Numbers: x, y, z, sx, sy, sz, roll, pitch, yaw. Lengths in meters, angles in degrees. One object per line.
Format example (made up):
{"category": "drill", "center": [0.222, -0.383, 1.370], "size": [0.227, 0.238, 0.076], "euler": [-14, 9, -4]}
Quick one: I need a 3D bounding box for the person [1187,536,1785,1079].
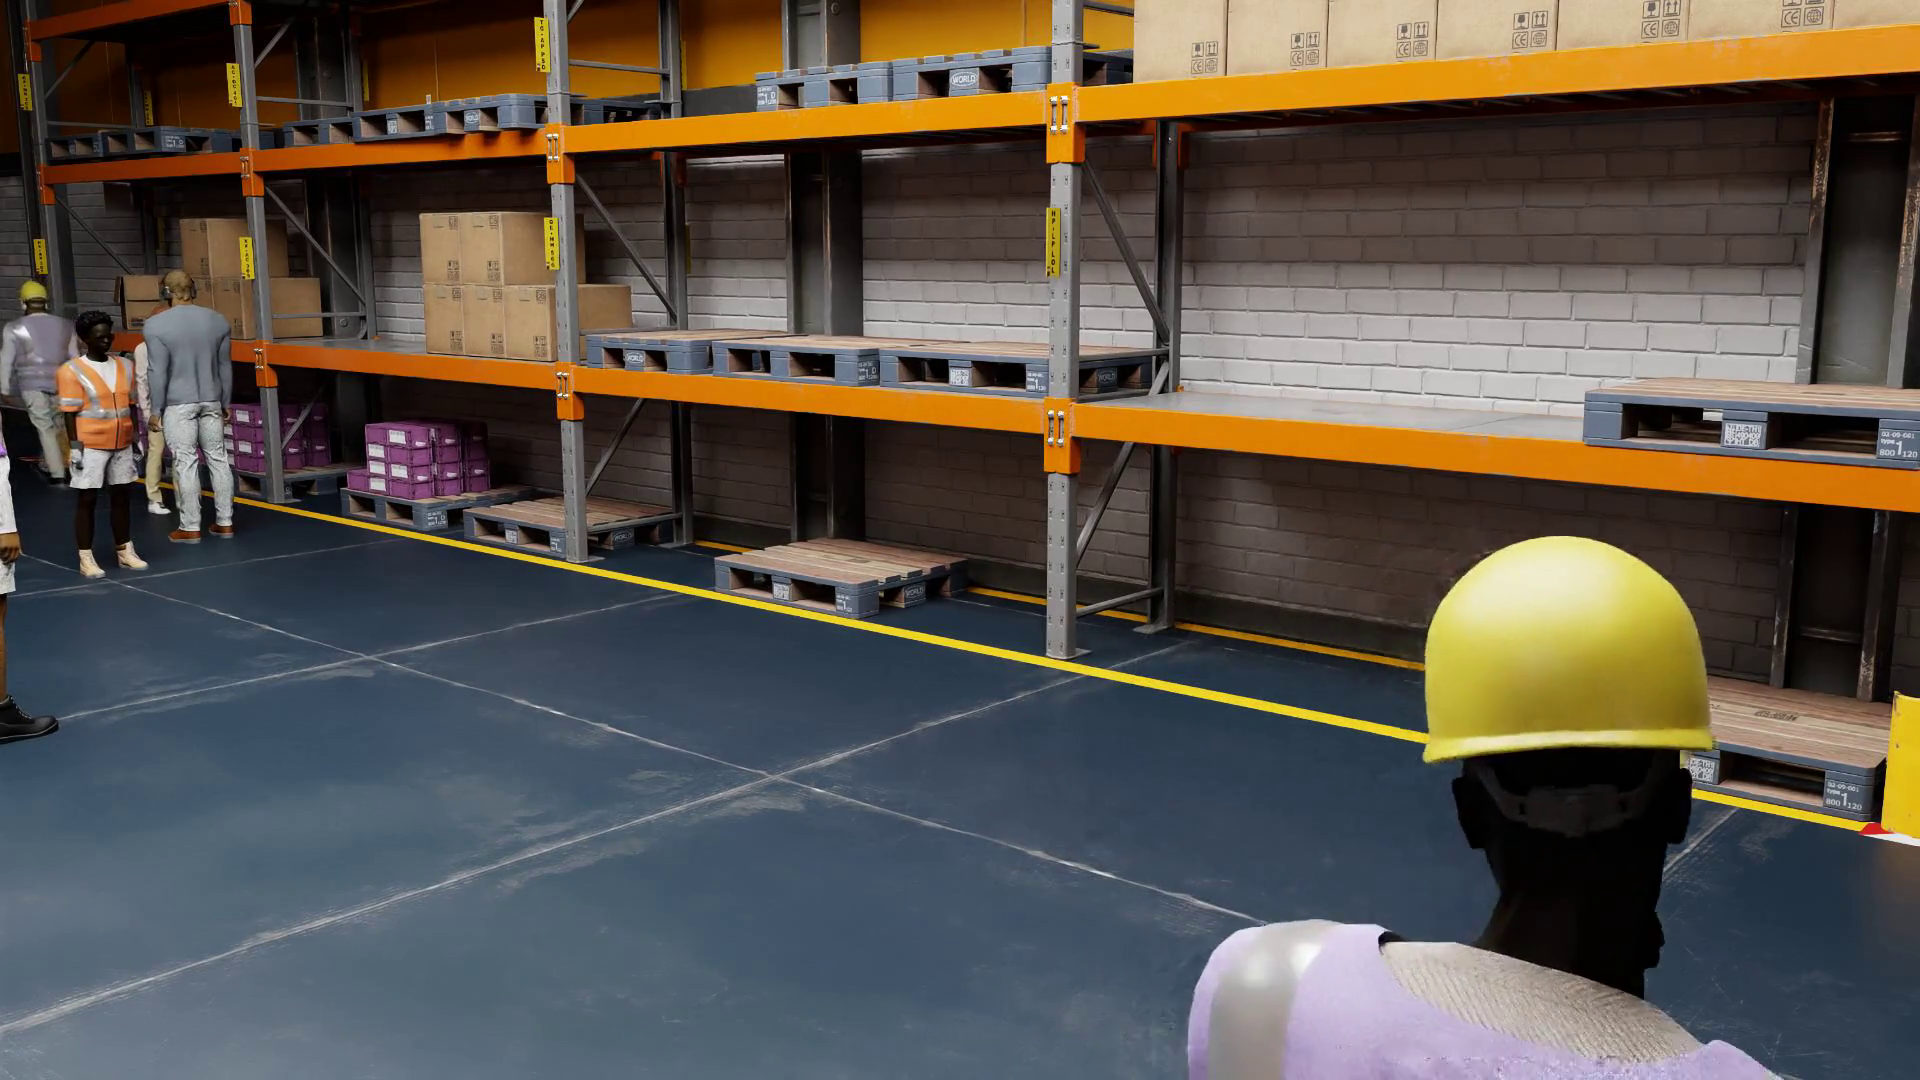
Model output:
{"category": "person", "center": [0.436, 0.924, 1.360], "size": [0.576, 1.859, 0.992], "euler": [7, 12, 35]}

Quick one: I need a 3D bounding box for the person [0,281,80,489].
{"category": "person", "center": [-8.045, -1.355, 14.516], "size": [0.915, 1.779, 0.621], "euler": [8, 13, 39]}

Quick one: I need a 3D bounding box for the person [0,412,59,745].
{"category": "person", "center": [-4.143, -0.100, 6.972], "size": [0.542, 1.930, 0.367], "euler": [4, 11, 23]}

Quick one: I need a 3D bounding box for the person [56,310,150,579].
{"category": "person", "center": [-5.429, -0.605, 10.539], "size": [0.322, 1.689, 0.539], "euler": [5, 11, 26]}

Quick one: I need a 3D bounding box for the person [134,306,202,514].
{"category": "person", "center": [-6.216, -1.017, 13.064], "size": [0.288, 1.629, 0.503], "euler": [6, 11, 29]}

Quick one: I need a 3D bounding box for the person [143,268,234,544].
{"category": "person", "center": [-5.427, -0.940, 11.740], "size": [0.370, 1.934, 0.627], "euler": [7, 12, 35]}
